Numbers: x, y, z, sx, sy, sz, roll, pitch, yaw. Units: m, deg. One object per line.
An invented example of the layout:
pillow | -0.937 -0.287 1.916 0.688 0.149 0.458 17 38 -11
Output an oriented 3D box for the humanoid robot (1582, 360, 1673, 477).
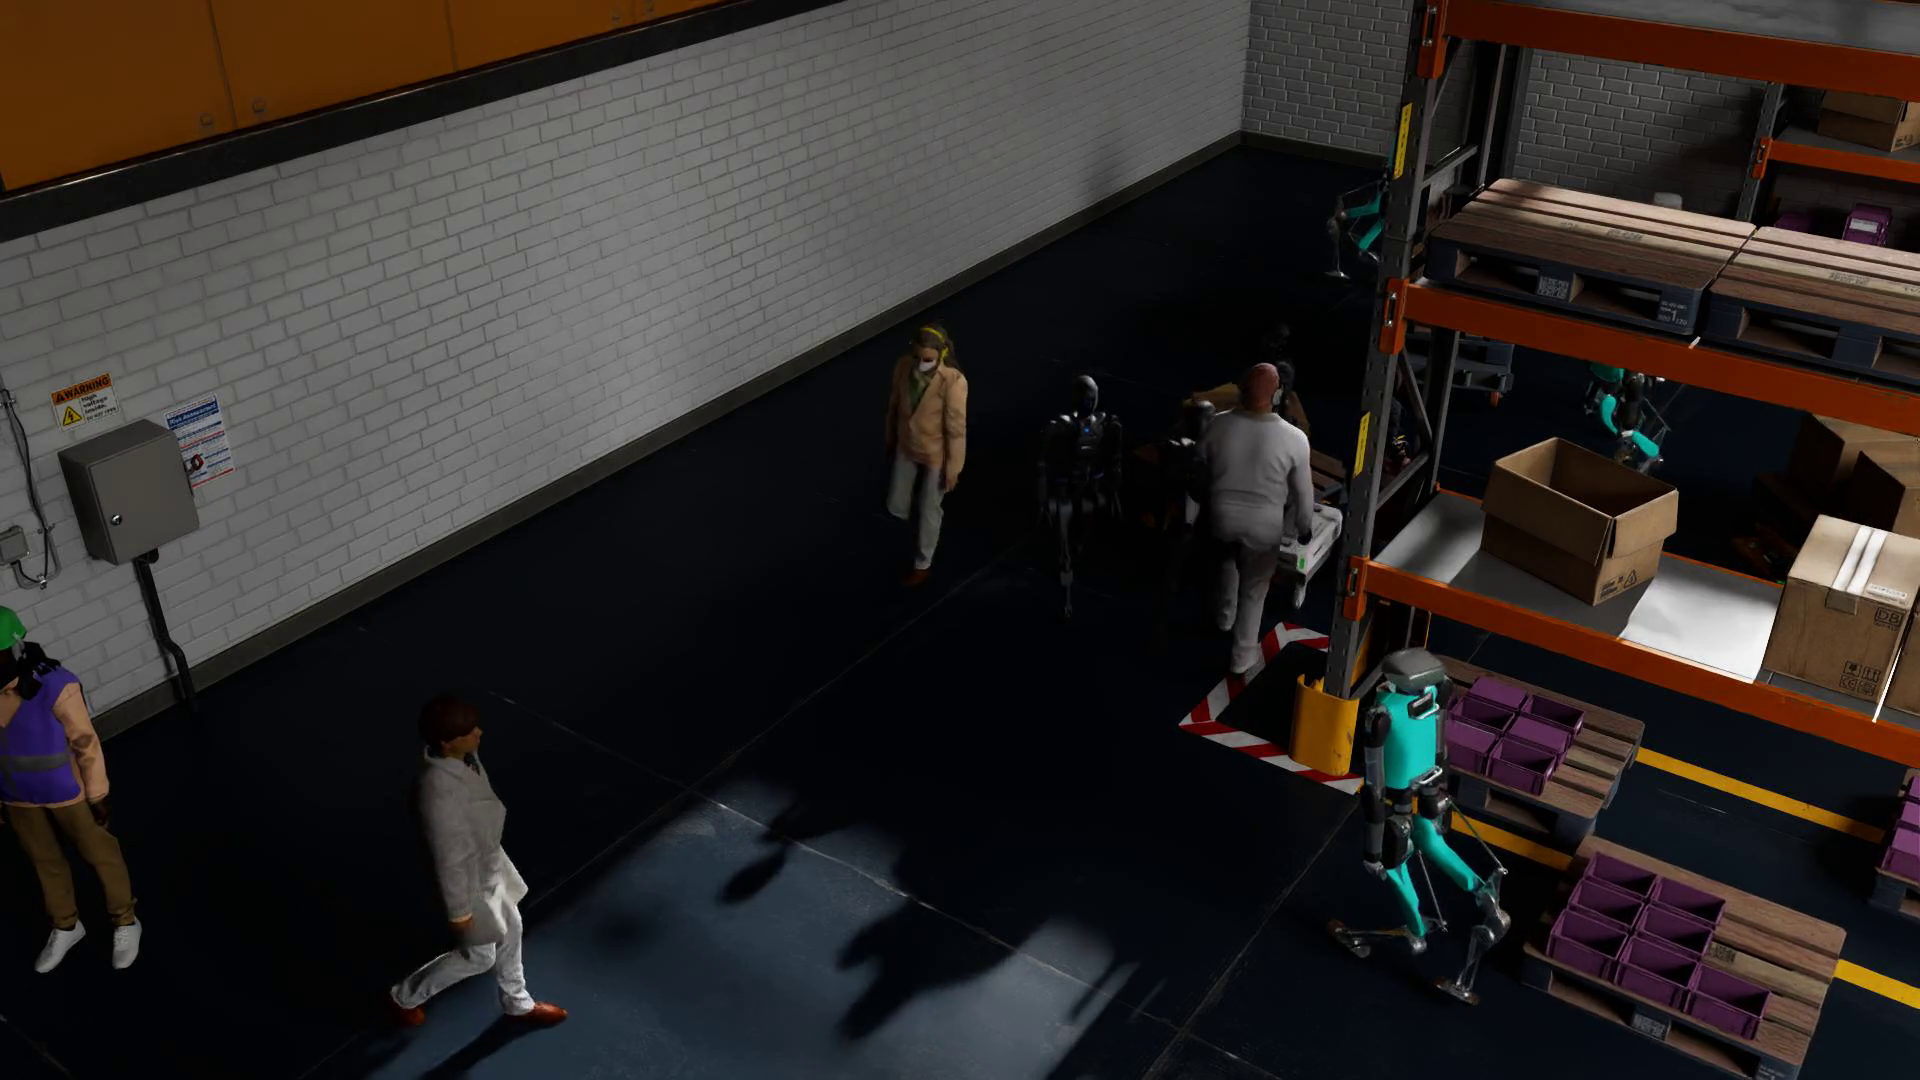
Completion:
humanoid robot | 4.470 -0.908 11.129 0.762 1.742 0.532 -8 31 -14

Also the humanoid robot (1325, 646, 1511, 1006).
humanoid robot | 2.106 1.373 7.245 0.531 1.759 1.006 -22 36 -33

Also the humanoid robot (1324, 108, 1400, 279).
humanoid robot | 3.659 -3.035 14.871 1.058 1.734 0.543 3 30 6

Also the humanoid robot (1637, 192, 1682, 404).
humanoid robot | 5.164 -1.615 12.406 0.557 1.797 0.905 5 30 9

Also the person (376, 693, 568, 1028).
person | -2.163 1.413 7.058 0.699 1.806 0.503 -1 30 -2

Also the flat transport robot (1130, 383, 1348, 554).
flat transport robot | 1.981 -0.279 11.524 1.431 0.231 0.659 -23 37 -34

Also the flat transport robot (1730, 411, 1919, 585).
flat transport robot | 5.886 0.103 10.861 1.431 0.231 0.659 -2 30 -4

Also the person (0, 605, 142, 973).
person | -4.087 1.104 7.461 0.532 1.932 0.413 0 30 0

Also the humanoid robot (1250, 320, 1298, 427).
humanoid robot | 2.002 -0.659 10.783 0.521 1.637 0.589 -4 30 -7

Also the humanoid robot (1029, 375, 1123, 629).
humanoid robot | 0.711 -0.289 10.182 0.590 1.622 0.770 -7 31 -13

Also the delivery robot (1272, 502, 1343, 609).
delivery robot | 2.186 0.046 10.692 0.499 0.614 0.815 17 34 27

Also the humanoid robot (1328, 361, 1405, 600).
humanoid robot | 2.554 -0.373 10.279 0.327 1.657 0.588 -3 30 -6

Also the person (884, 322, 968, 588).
person | -0.212 -0.556 10.416 0.626 1.851 0.468 21 36 31

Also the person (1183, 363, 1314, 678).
person | 1.706 -0.170 9.725 0.708 1.869 0.823 12 32 20

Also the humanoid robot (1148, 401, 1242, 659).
humanoid robot | 1.381 -0.041 9.727 0.609 1.639 0.636 16 34 25
